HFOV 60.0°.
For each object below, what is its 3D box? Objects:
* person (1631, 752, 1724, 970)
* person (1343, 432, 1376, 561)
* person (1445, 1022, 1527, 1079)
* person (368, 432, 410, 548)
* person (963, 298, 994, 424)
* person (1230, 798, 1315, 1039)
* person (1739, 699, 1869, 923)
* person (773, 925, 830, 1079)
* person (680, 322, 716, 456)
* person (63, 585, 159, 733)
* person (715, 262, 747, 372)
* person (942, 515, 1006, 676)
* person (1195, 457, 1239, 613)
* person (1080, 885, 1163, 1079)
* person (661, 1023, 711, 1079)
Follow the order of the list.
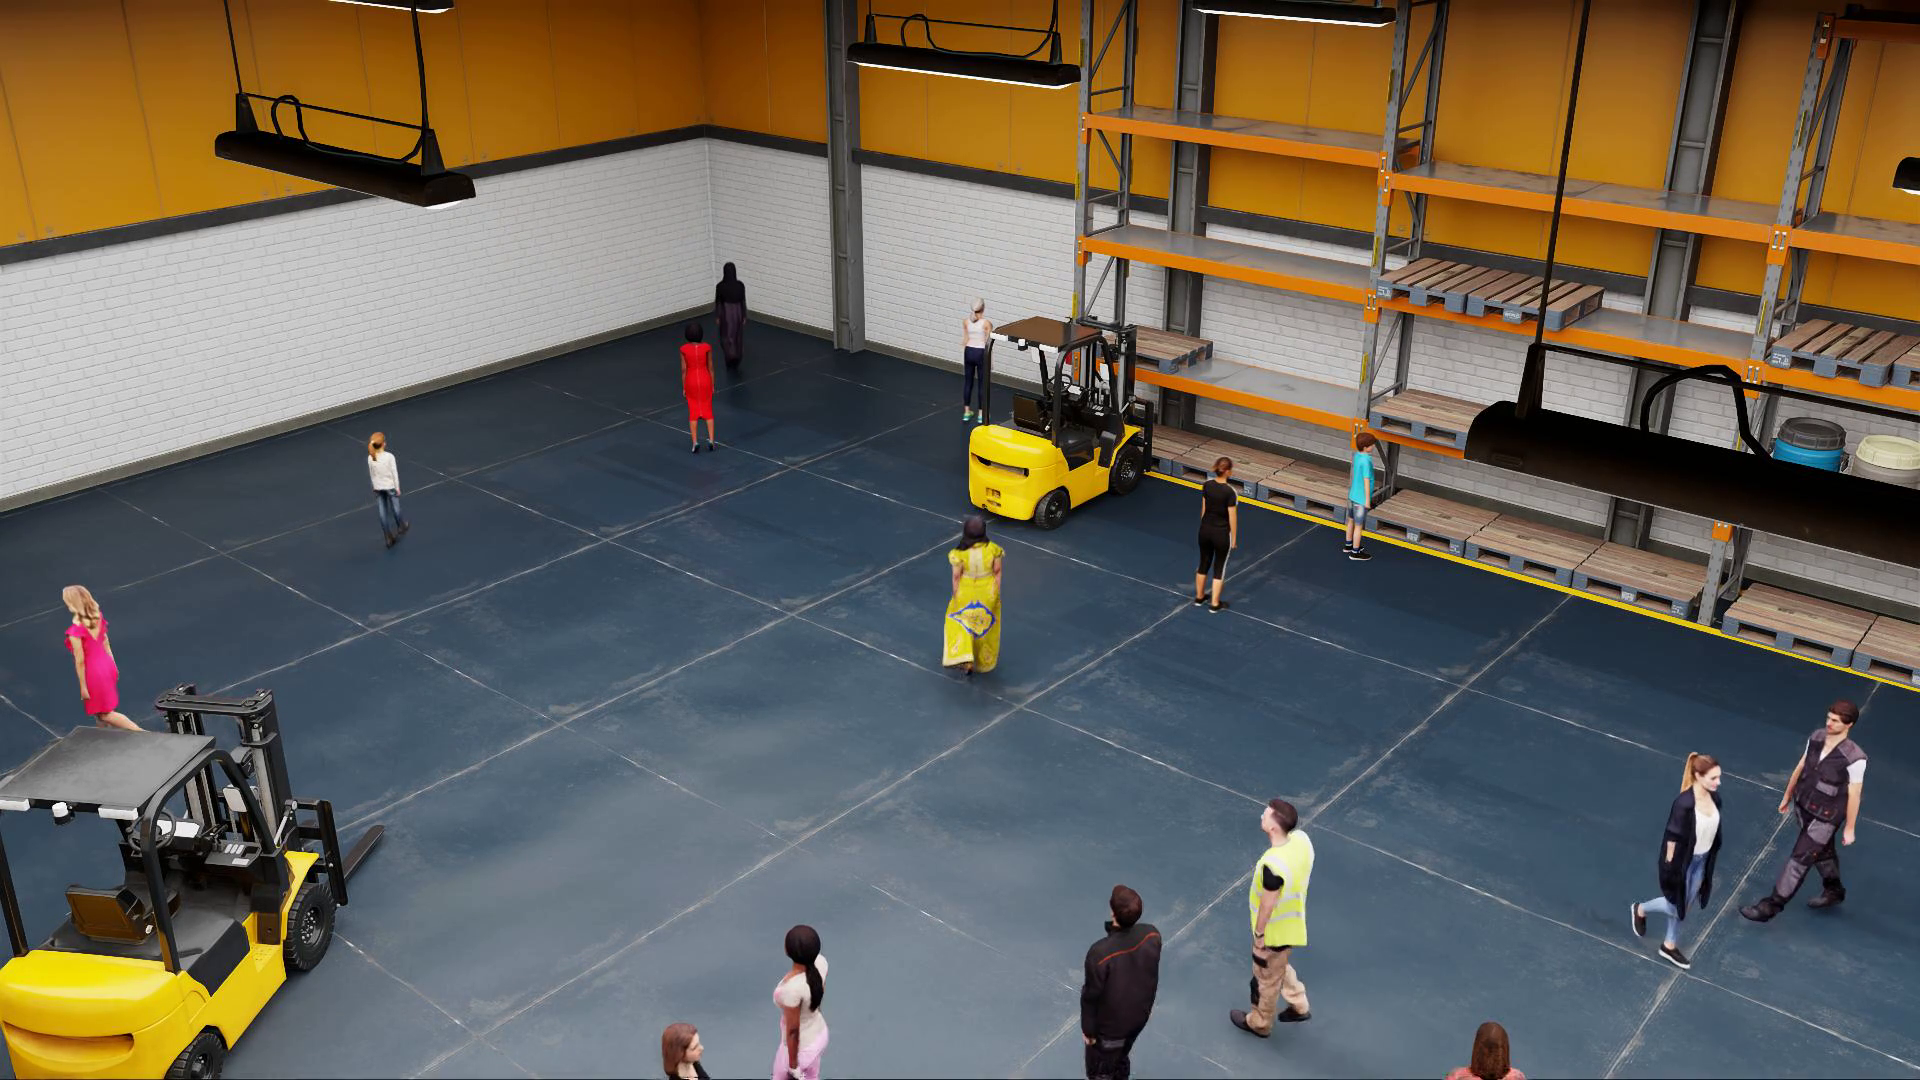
[{"bbox_3d":[5.077,2.229,11.796,0.788,1.675,0.889,-10,26,-22],"label":"person"},{"bbox_3d":[4.410,-0.506,18.335,0.653,1.449,0.590,-3,24,-6],"label":"person"},{"bbox_3d":[2.847,3.416,9.081,0.977,1.676,1.021,-1,24,-2],"label":"person"},{"bbox_3d":[-6.455,-0.543,18.605,0.791,1.301,0.821,0,24,0],"label":"person"},{"bbox_3d":[0.224,-2.430,22.425,0.554,1.700,0.704,11,26,23],"label":"person"},{"bbox_3d":[2.139,2.522,10.924,0.757,1.838,0.718,17,29,34],"label":"person"},{"bbox_3d":[6.371,1.996,12.174,1.194,1.800,1.220,-5,24,-12],"label":"person"},{"bbox_3d":[-0.863,3.037,9.883,0.792,1.728,0.648,13,27,27],"label":"person"},{"bbox_3d":[-3.344,-1.949,21.269,0.641,1.744,0.671,-6,24,-12],"label":"person"},{"bbox_3d":[-7.257,1.176,14.171,1.031,1.703,0.898,2,24,4],"label":"person"},{"bbox_3d":[-3.378,-3.284,24.504,0.924,1.598,1.053,-6,24,-13],"label":"person"},{"bbox_3d":[0.162,0.572,15.626,1.105,1.645,1.171,-3,24,-6],"label":"person"},{"bbox_3d":[2.622,-0.067,17.059,0.662,1.667,0.479,-21,31,-39],"label":"person"},{"bbox_3d":[0.997,2.922,10.031,0.909,1.821,1.102,-14,27,-29],"label":"person"},{"bbox_3d":[-1.598,3.389,9.159,1.156,1.664,1.009,1,24,3],"label":"person"}]
